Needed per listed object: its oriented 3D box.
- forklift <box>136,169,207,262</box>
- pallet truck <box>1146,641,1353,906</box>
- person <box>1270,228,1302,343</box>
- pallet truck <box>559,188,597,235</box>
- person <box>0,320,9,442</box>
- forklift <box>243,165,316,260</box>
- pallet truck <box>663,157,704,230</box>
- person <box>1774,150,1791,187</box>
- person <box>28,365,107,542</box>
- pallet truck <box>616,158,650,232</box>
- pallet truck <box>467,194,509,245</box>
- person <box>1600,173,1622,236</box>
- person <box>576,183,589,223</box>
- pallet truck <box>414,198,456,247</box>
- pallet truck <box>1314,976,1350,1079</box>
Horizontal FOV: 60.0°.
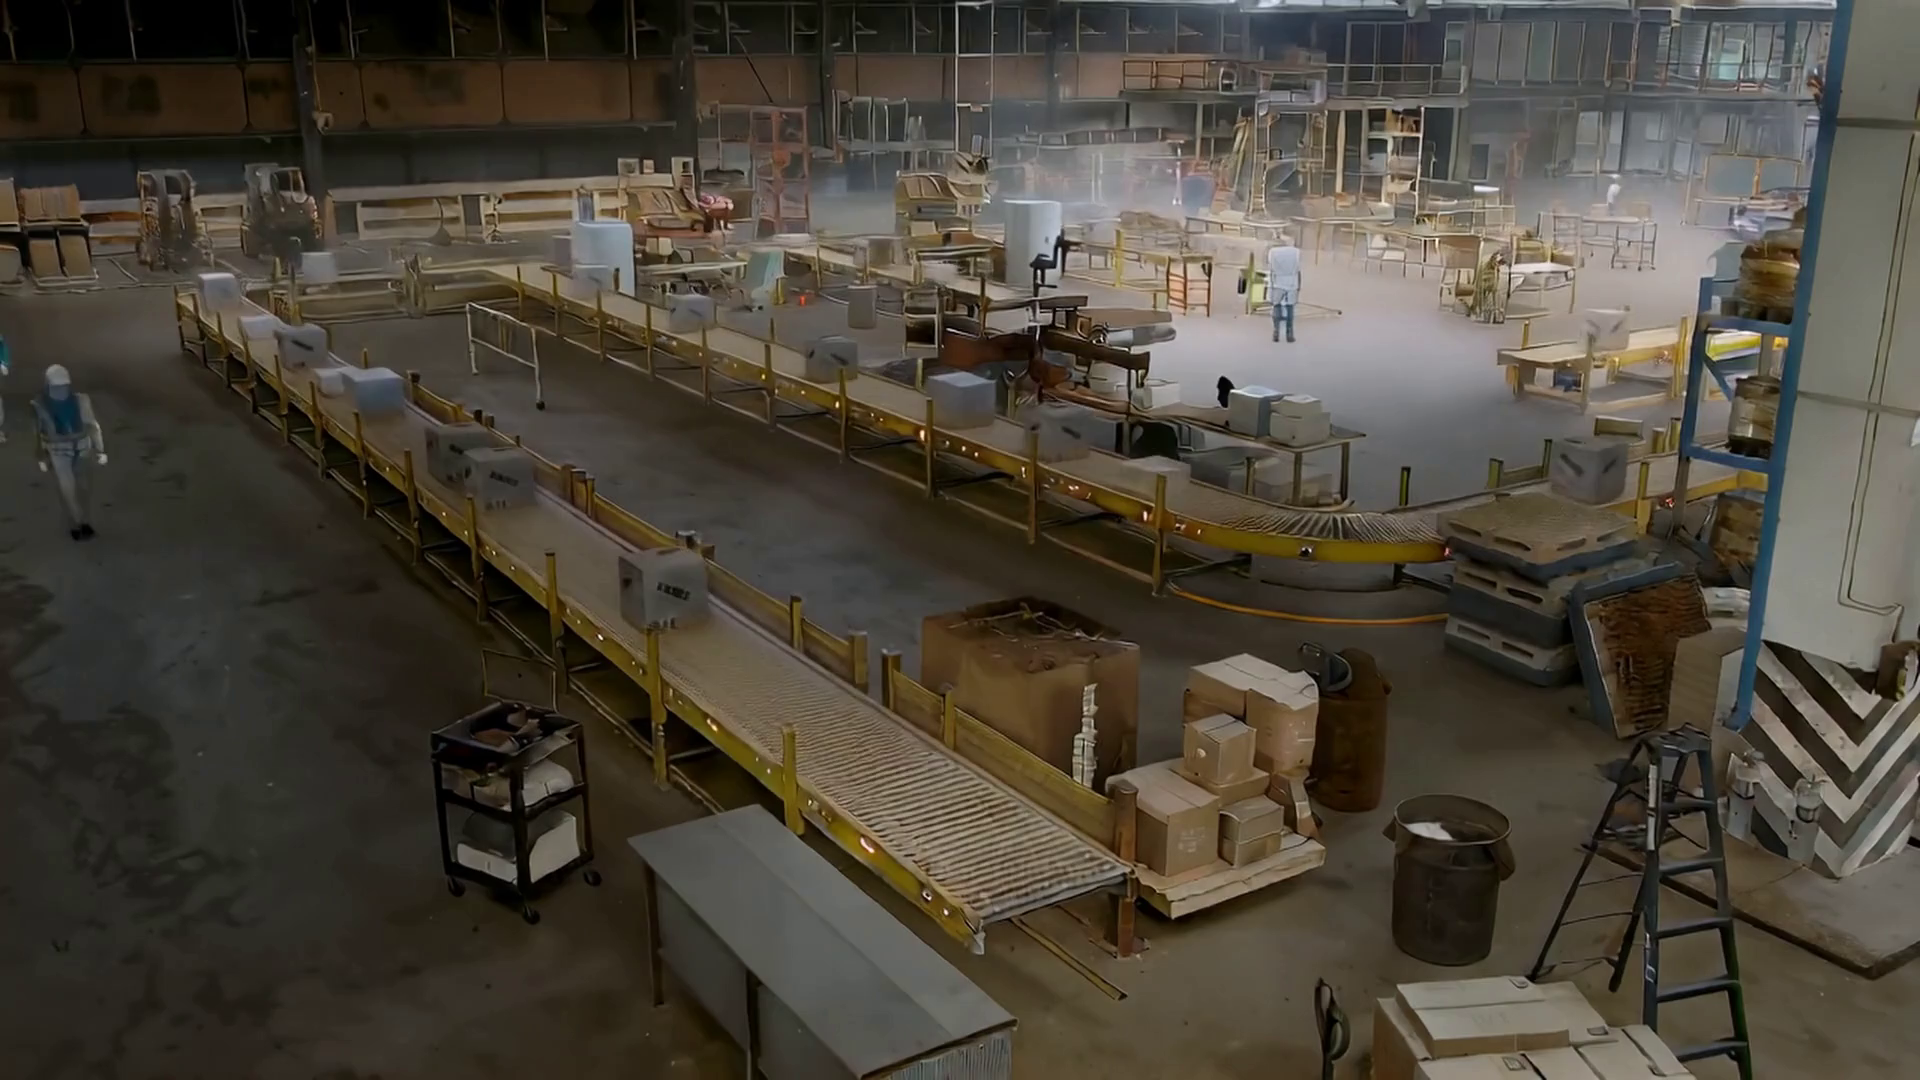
[{"bbox_3d":[-17.842,-7.318,37.559,1.157,1.987,2.680,-10,20,-31],"label":"forklift"},{"bbox_3d":[1.664,1.407,10.232,1.630,1.274,0.653,-10,20,-31],"label":"pallet truck"},{"bbox_3d":[5.520,-4.317,28.204,0.543,1.928,0.373,6,18,19],"label":"person"},{"bbox_3d":[-10.010,-8.652,43.699,0.653,1.274,1.630,-10,20,-31],"label":"pallet truck"},{"bbox_3d":[-12.492,-2.256,21.202,0.610,2.018,0.539,-11,20,-33],"label":"person"},{"bbox_3d":[-15.898,-7.669,38.708,1.157,1.987,2.680,-11,20,-33],"label":"forklift"},{"bbox_3d":[-7.586,-9.308,44.692,0.823,1.965,1.885,-11,20,-33],"label":"pallet truck"},{"bbox_3d":[24.342,-10.542,49.046,0.868,1.847,0.612,0,17,0],"label":"person"},{"bbox_3d":[-9.081,-0.891,17.012,0.710,1.807,0.607,15,22,40],"label":"person"},{"bbox_3d":[-8.918,-9.176,44.255,0.823,1.965,1.885,-9,19,-27],"label":"pallet truck"},{"bbox_3d":[-11.983,-8.177,42.137,0.704,1.261,1.522,-11,20,-33],"label":"pallet truck"},{"bbox_3d":[16.785,-8.533,42.610,0.496,1.709,0.847,-9,19,-28],"label":"person"},{"bbox_3d":[-8.809,-7.474,38.985,0.316,1.769,0.523,-11,20,-32],"label":"person"},{"bbox_3d":[-13.250,-8.060,41.856,0.680,1.201,1.601,-10,20,-31],"label":"pallet truck"},{"bbox_3d":[2.299,2.390,7.086,1.601,1.201,0.680,-2,17,-7],"label":"pallet truck"}]
